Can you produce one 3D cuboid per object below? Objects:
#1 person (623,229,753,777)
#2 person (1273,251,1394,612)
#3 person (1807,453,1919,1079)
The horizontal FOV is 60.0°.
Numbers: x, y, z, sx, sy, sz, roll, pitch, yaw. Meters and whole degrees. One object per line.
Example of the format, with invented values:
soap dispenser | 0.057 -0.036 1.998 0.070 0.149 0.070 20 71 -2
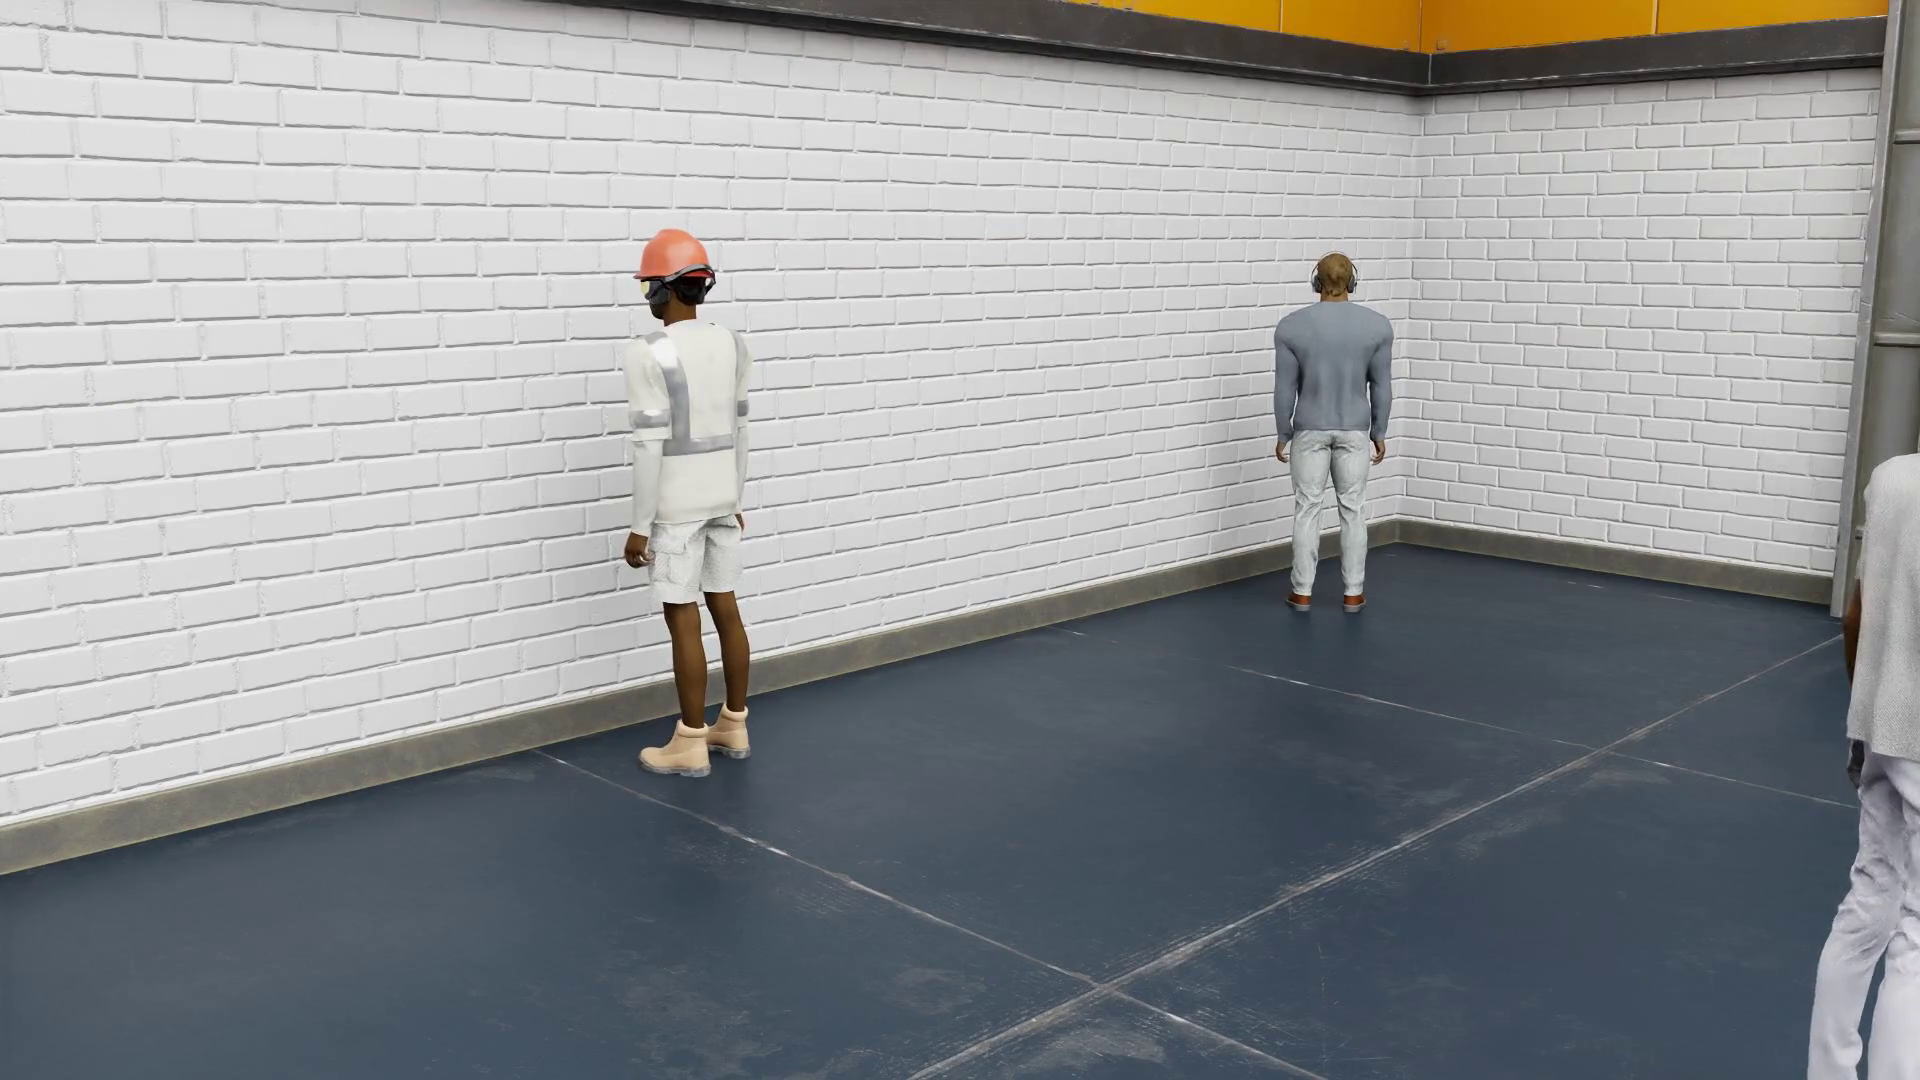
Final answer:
person | -1.036 -0.131 6.250 0.394 2.044 0.609 7 13 34
person | 1.989 -0.571 8.939 0.632 1.940 0.372 1 10 8
person | 2.055 0.459 3.521 0.310 1.864 0.533 0 10 1
